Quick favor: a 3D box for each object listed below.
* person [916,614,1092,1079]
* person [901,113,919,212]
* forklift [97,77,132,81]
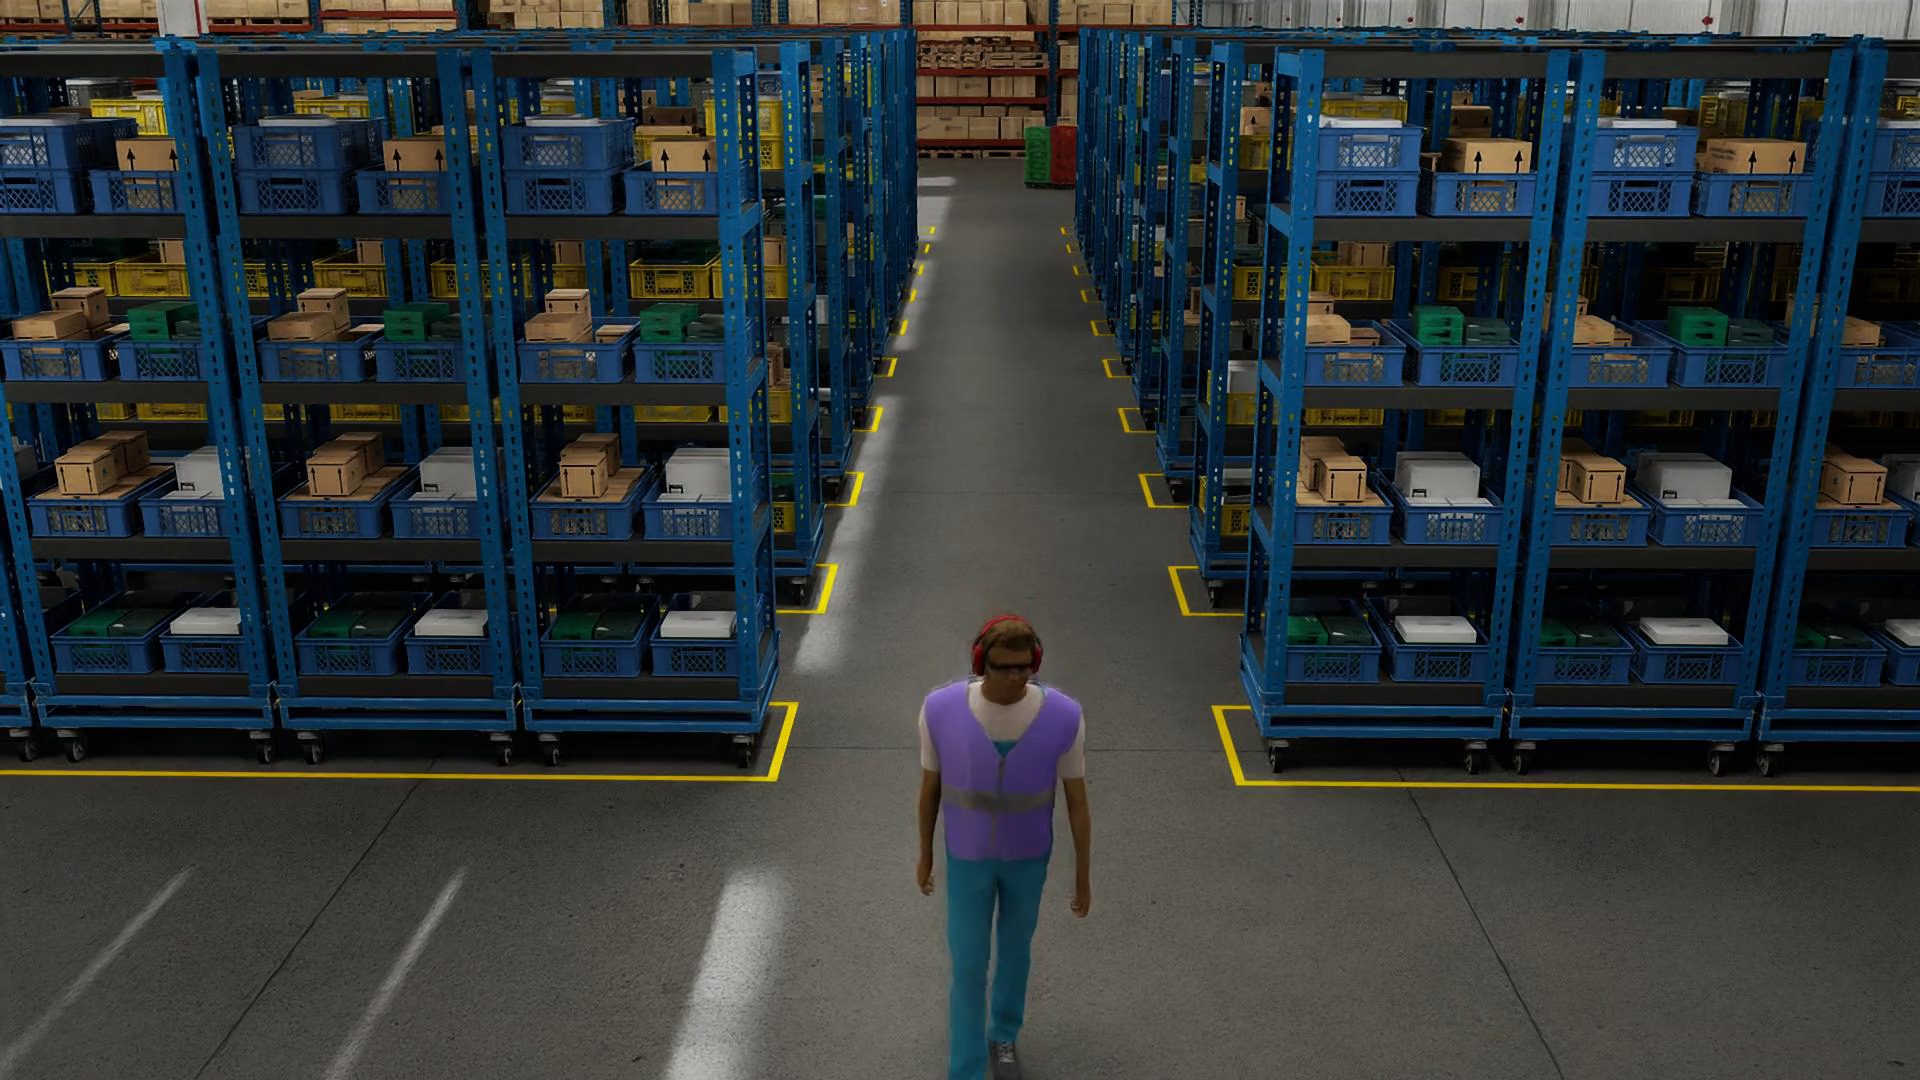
[{"bbox_3d":[0.158,1.150,5.707,0.596,1.816,0.763,-1,17,-4],"label":"person"},{"bbox_3d":[-1.071,-7.479,32.935,0.609,1.991,0.384,-16,23,-41],"label":"person"},{"bbox_3d":[-24.418,-12.745,48.256,1.129,2.768,1.873,-1,17,-3],"label":"forklift"}]
